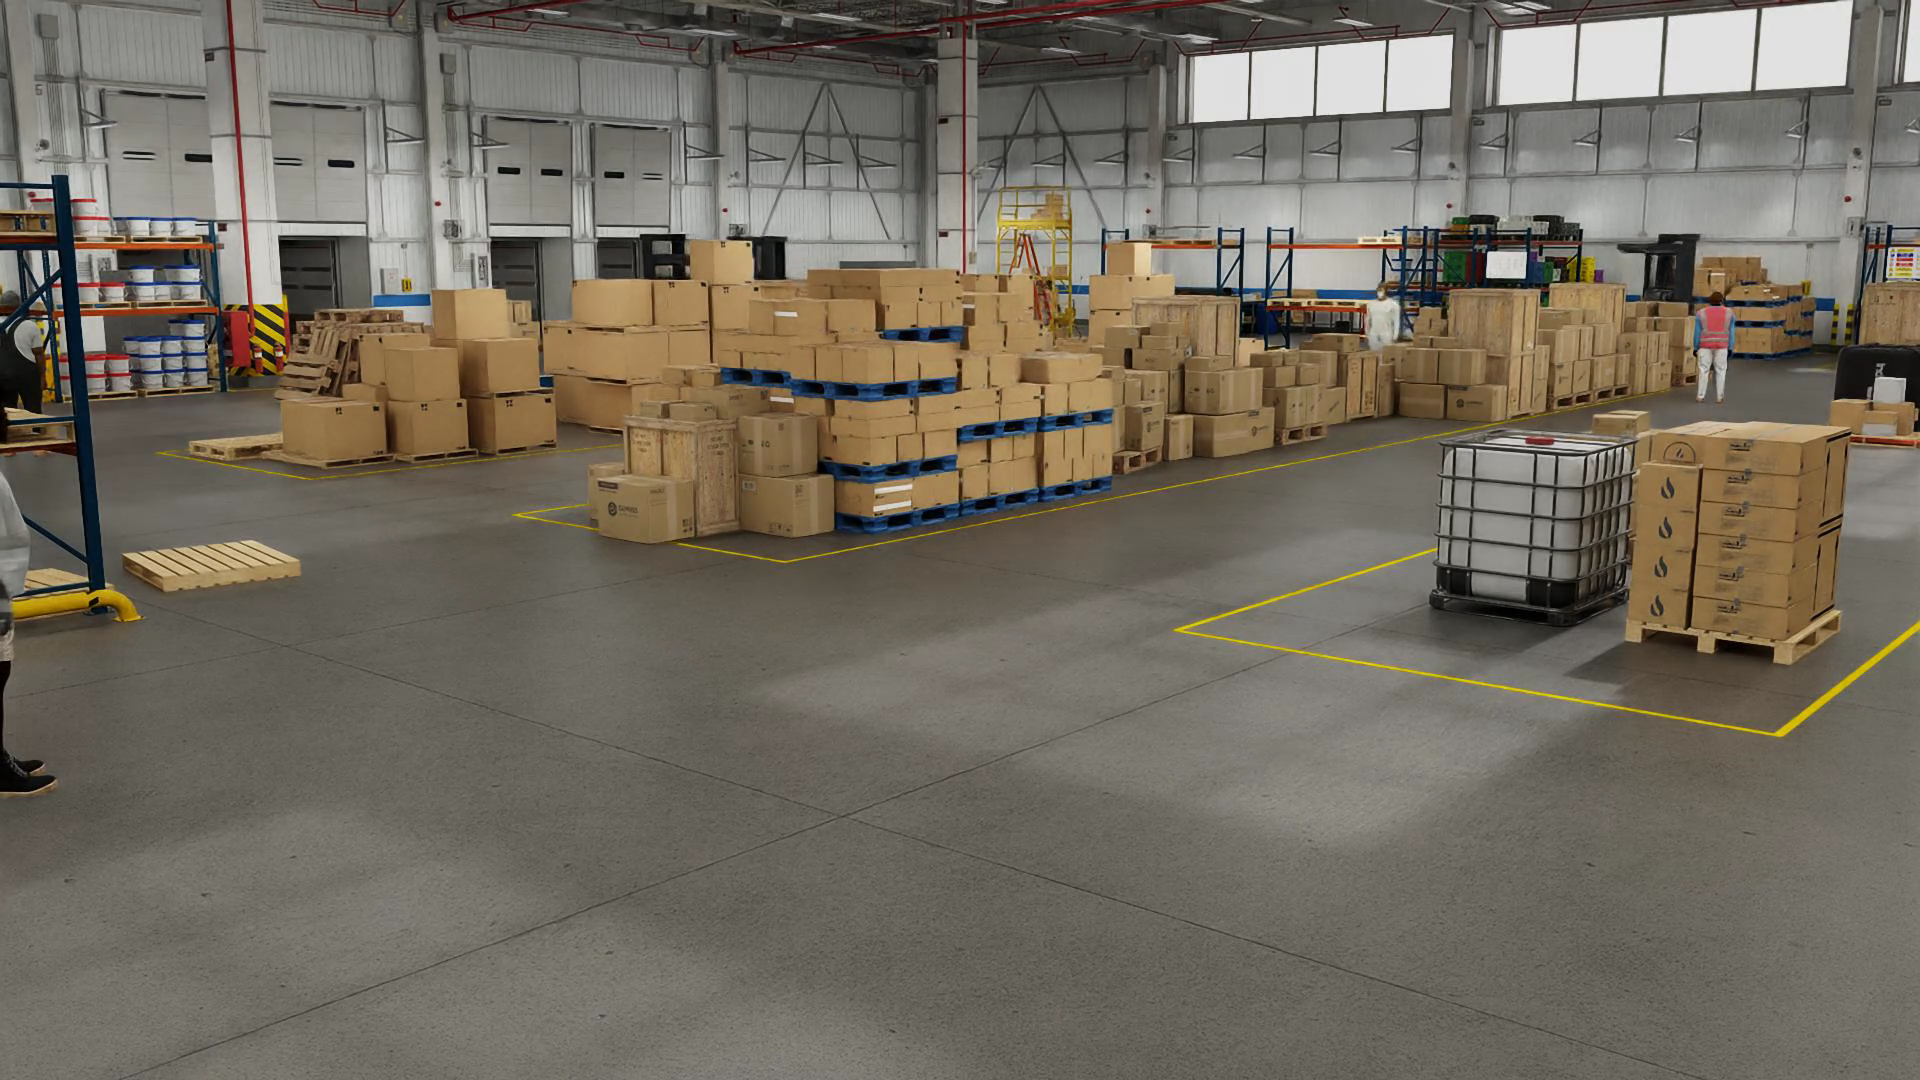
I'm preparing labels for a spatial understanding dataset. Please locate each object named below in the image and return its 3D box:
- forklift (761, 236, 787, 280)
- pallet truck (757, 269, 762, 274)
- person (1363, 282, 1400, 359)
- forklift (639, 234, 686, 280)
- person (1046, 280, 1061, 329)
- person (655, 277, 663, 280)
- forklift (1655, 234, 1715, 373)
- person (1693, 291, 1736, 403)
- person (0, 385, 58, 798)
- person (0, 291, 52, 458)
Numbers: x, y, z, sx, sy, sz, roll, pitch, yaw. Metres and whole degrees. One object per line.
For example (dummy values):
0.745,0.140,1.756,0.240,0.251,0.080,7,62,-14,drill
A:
-4.452,-5.910,40.042,1.873,2.768,1.129,2,10,14,forklift
-4.996,-6.432,45.525,1.885,1.965,0.823,-6,12,-32,pallet truck
7.727,-3.751,30.475,0.632,1.923,0.530,7,12,36,person
-5.951,-4.756,33.470,1.873,2.768,1.129,8,13,40,forklift
2.636,-6.440,46.515,0.452,1.663,0.566,6,12,31,person
-6.506,-4.724,36.022,0.636,1.928,0.380,-4,11,-23,person
14.514,-4.812,33.791,1.873,2.768,1.129,-2,10,-10,forklift
12.383,-3.161,27.348,0.622,1.844,0.429,3,10,18,person
-4.528,0.216,7.758,0.367,1.967,0.601,-7,12,-34,person
-11.508,-2.027,20.320,0.688,2.000,0.536,-2,10,-12,person
